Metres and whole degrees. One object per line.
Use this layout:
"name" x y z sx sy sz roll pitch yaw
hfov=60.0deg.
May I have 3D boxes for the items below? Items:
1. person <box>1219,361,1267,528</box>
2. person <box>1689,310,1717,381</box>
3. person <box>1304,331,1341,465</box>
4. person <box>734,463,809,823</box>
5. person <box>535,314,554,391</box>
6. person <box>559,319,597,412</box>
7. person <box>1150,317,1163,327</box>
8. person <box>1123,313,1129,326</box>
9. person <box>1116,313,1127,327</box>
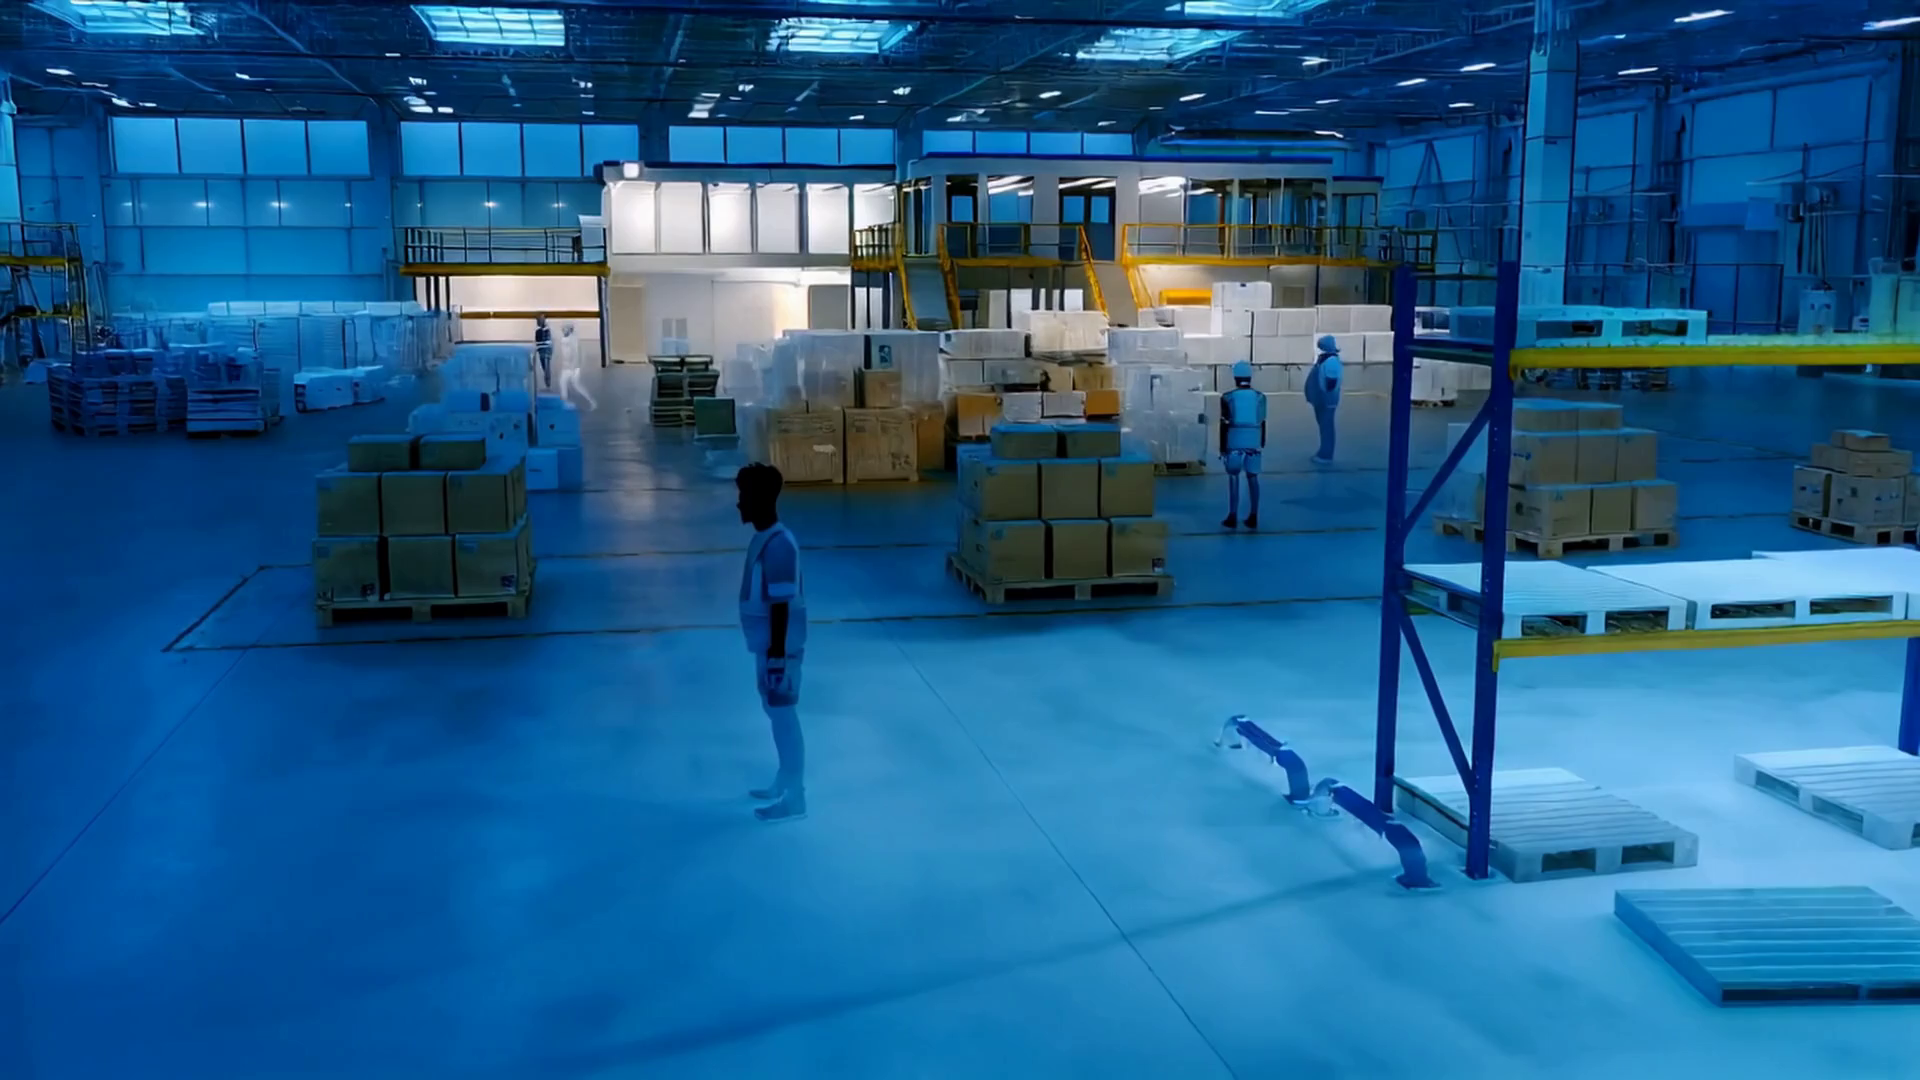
"person" 3.250 -1.095 19.193 0.542 1.929 0.374 -1 9 -7
"person" 19.473 -5.086 43.540 0.895 1.920 0.615 -1 9 -8
"person" 5.512 -2.157 25.327 0.538 2.000 0.687 1 9 4
"person" -1.027 0.551 9.090 0.377 1.958 0.606 -2 10 -15
"person" -10.092 -4.544 40.348 0.585 1.882 0.337 6 11 35
"person" -7.842 -3.507 33.788 0.614 1.967 0.841 7 12 38
"person" 4.236 -3.879 36.150 0.543 1.932 0.376 6 11 34
"person" 4.190 -4.901 42.643 0.349 1.847 0.505 -8 13 -42
"person" 4.132 -4.767 41.807 0.916 1.844 0.603 -2 10 -11
